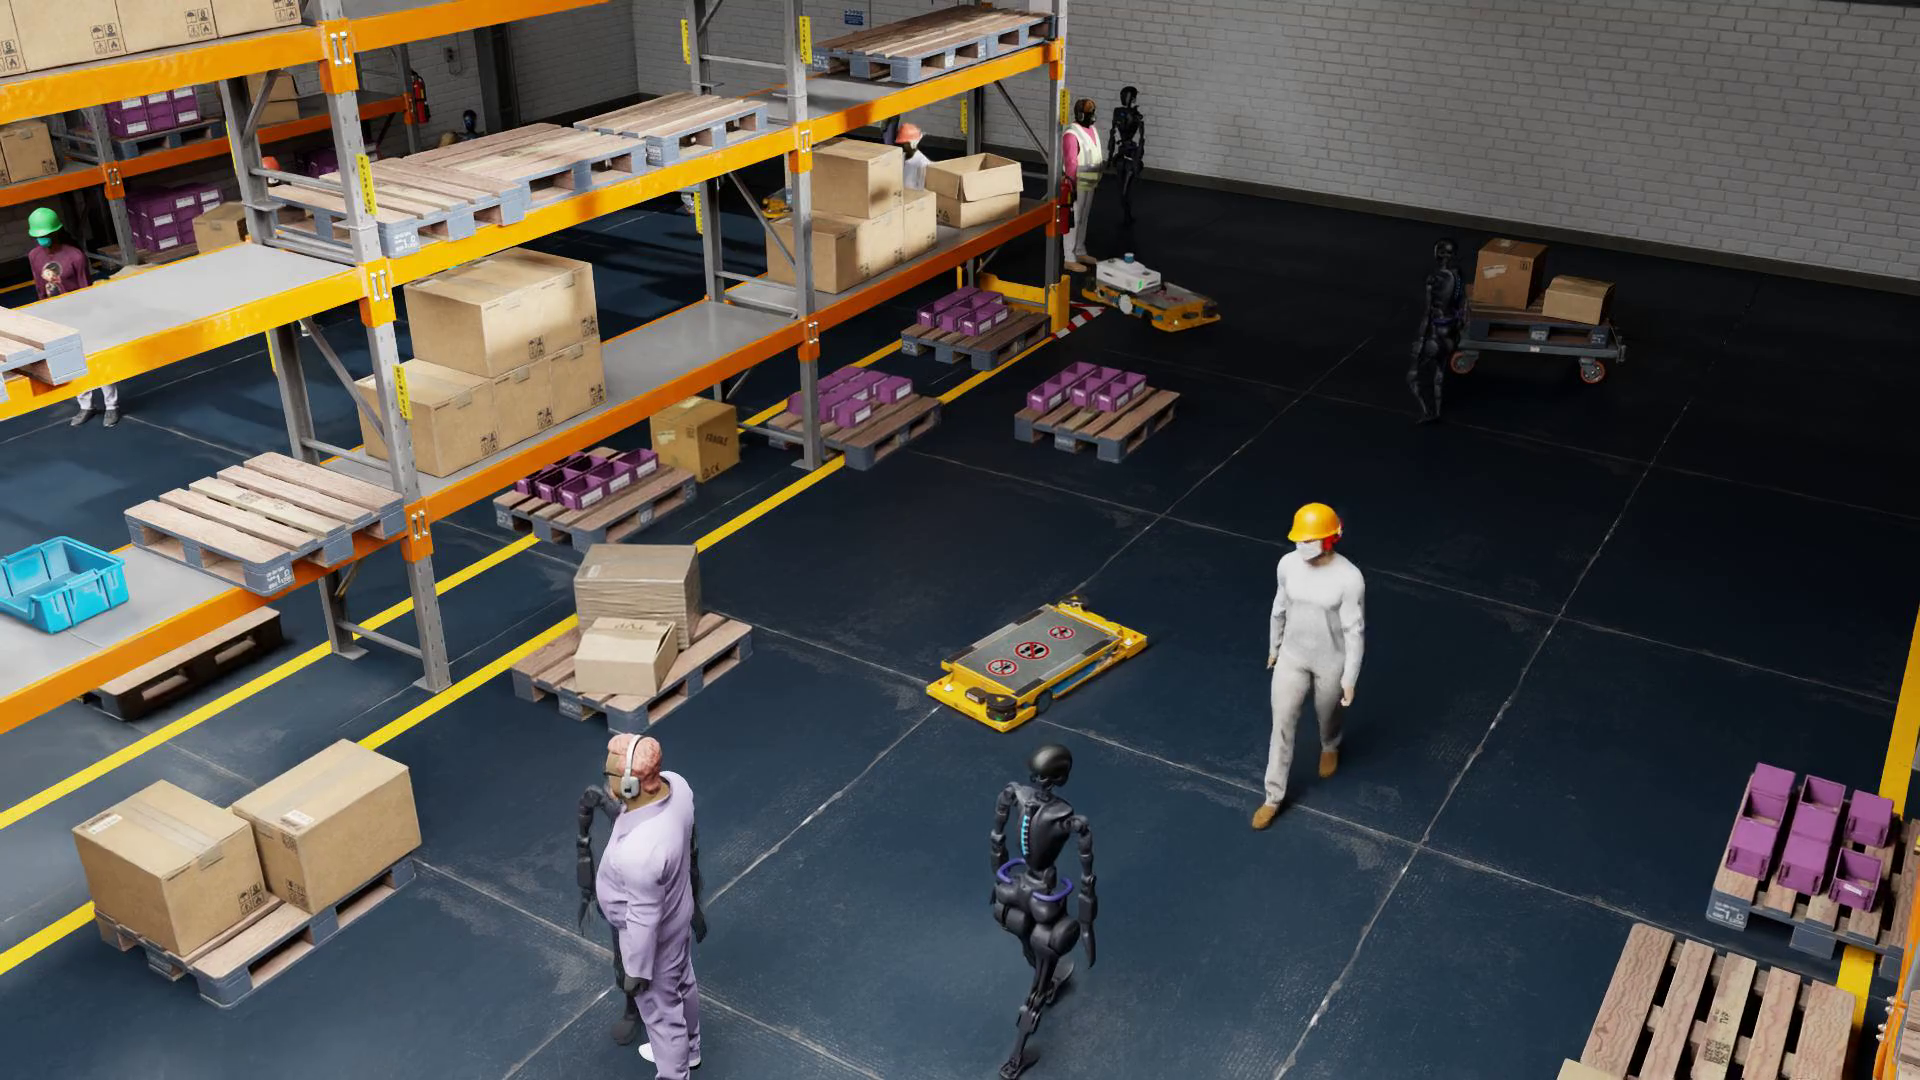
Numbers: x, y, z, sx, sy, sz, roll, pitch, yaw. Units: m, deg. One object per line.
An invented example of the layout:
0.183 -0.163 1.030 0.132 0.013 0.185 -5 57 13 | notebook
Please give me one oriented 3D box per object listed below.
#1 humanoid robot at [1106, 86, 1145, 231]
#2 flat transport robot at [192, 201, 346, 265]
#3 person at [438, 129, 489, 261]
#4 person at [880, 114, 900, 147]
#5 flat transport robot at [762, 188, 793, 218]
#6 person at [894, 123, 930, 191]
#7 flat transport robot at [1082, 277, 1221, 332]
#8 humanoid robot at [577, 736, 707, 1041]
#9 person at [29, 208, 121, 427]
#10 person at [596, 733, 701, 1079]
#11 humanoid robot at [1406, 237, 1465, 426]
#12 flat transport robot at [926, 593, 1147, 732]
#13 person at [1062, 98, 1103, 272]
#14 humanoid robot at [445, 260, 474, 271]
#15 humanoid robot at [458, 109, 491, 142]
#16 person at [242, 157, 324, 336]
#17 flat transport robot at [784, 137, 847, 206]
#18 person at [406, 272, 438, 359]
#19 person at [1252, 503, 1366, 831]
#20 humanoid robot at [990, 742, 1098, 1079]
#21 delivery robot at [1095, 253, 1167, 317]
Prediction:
1.953 -4.481 19.472 0.369 1.645 0.589 -20 33 -34 | humanoid robot
-7.159 -2.609 17.339 0.659 0.231 1.431 4 27 8 | flat transport robot
-4.937 -3.050 16.372 0.663 1.927 0.523 6 28 12 | person
-0.909 -5.337 21.200 0.282 1.636 0.499 5 27 11 | person
-1.875 -4.202 20.478 0.659 0.231 1.431 10 28 18 | flat transport robot
-0.461 -3.550 17.581 0.721 1.728 0.570 -15 30 -26 | person
1.946 -2.451 17.028 0.659 0.231 1.431 -17 32 -30 | flat transport robot
-1.443 1.581 7.536 0.602 1.651 0.362 3 27 7 | humanoid robot
-7.505 -1.873 14.058 0.488 1.934 0.450 2 27 4 | person
-1.332 1.652 7.136 0.412 1.908 0.640 1 27 2 | person
4.062 -1.763 14.114 0.335 1.642 0.610 24 35 39 | humanoid robot
0.510 0.769 10.682 0.659 0.231 1.431 23 35 38 | flat transport robot
1.331 -3.863 18.072 0.430 1.845 0.619 13 30 24 | person
-3.875 -1.793 14.155 1.033 1.740 0.531 -14 30 -25 | humanoid robot
-5.443 -4.047 18.703 0.589 1.638 0.791 -8 28 -15 | humanoid robot
-6.599 -2.847 16.174 0.562 1.743 0.344 4 27 8 | person
-1.518 -4.144 20.364 1.431 0.231 0.659 1 27 2 | flat transport robot
-4.130 -1.340 13.094 0.334 1.847 0.522 -14 30 -25 | person
1.973 0.637 9.219 0.576 1.843 0.955 14 30 25 | person
0.393 1.611 7.503 0.610 1.624 0.748 21 33 35 | humanoid robot
1.740 -2.633 17.088 0.499 0.611 0.814 -19 33 -33 | delivery robot
